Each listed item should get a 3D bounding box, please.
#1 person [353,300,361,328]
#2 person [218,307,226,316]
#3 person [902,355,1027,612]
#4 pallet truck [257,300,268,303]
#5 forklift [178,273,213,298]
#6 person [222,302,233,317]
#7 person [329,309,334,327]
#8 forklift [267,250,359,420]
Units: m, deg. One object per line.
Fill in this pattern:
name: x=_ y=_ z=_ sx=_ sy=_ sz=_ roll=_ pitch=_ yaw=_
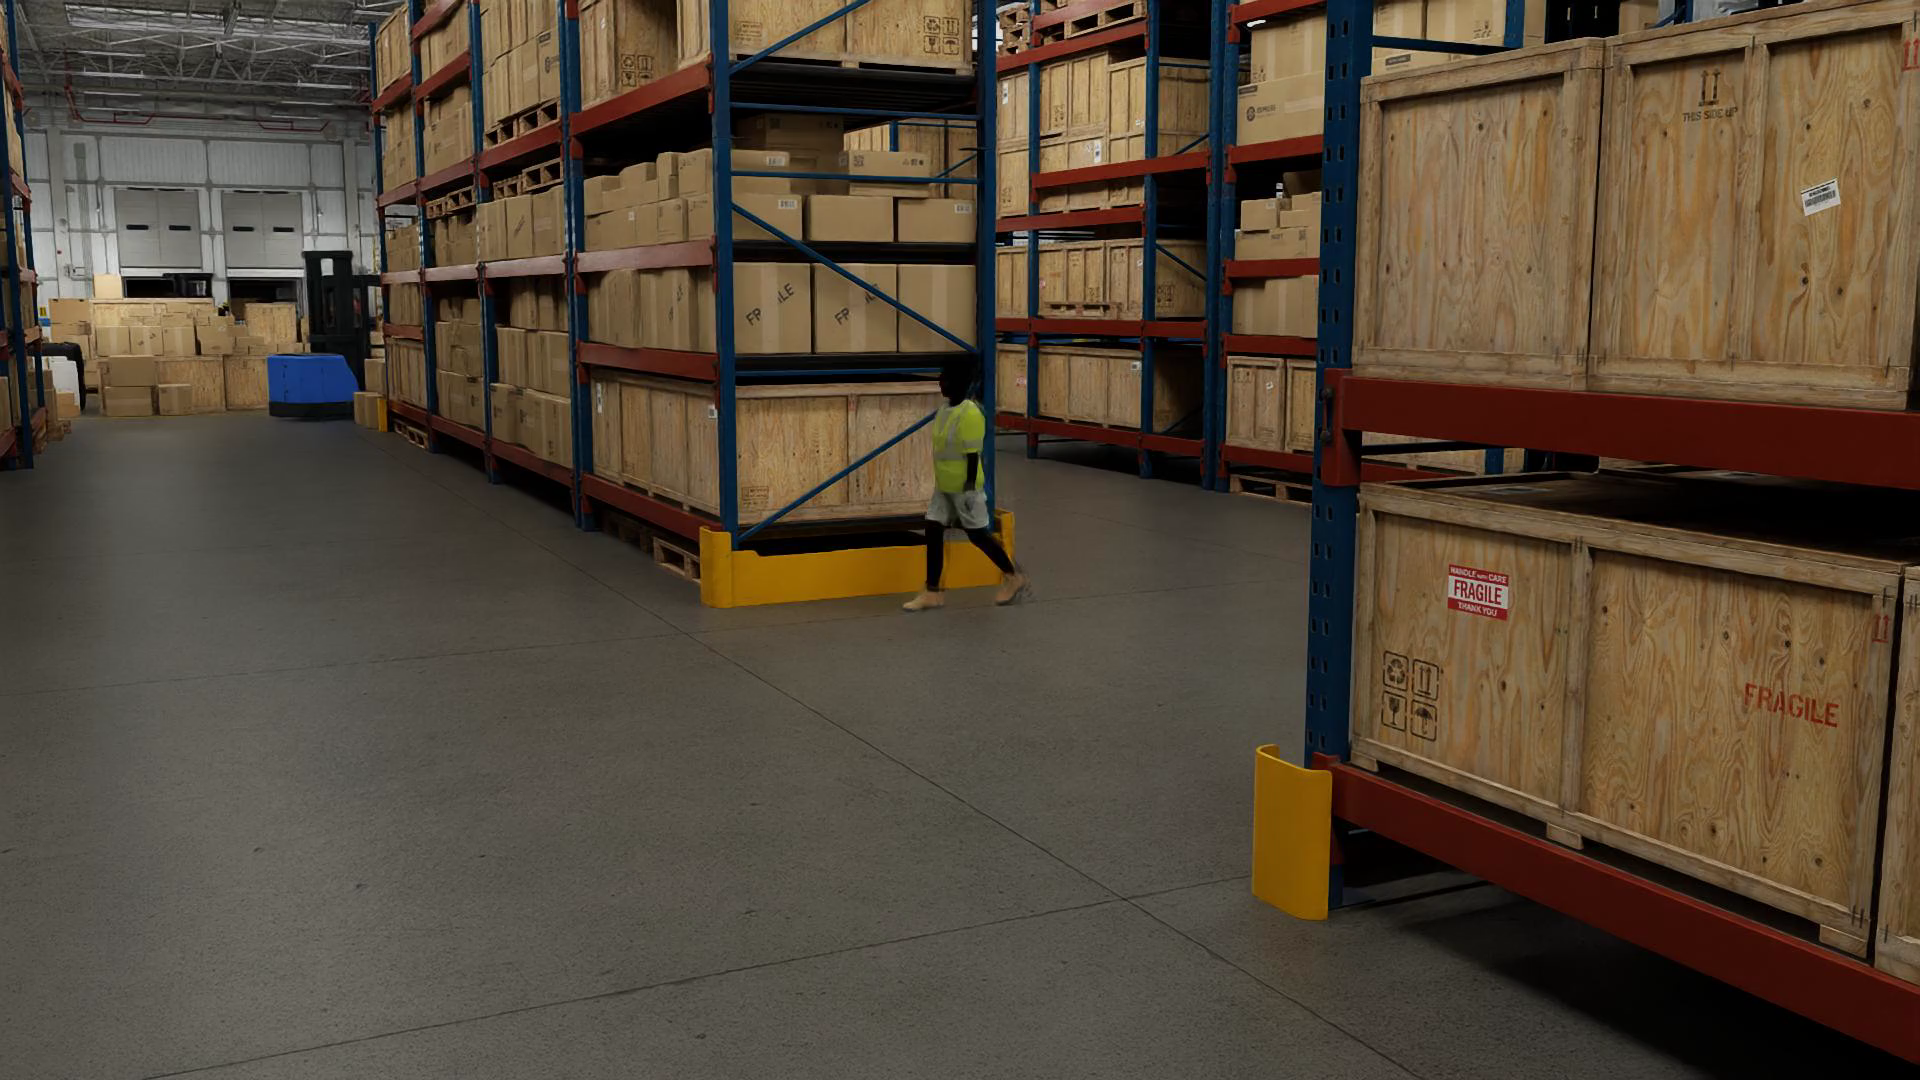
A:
person: x=-10.666 y=-3.219 z=29.323 sx=0.614 sy=1.993 sz=0.395 roll=8 pitch=11 yaw=44
person: x=-15.293 y=-3.895 z=34.497 sx=0.633 sy=1.846 sz=0.429 roll=7 pitch=11 yaw=40
person: x=0.048 y=-0.366 z=10.790 sx=0.817 sy=1.668 sz=0.537 roll=-4 pitch=9 yaw=-27
pallet truck: x=-23.913 y=-7.404 z=58.171 sx=1.885 sy=1.965 sz=0.823 roll=-1 pitch=8 yaw=-9
forklift: x=-23.551 y=-6.867 z=51.438 sx=1.873 sy=2.768 sz=1.129 roll=6 pitch=10 yaw=37
person: x=-25.123 y=-7.192 z=56.953 sx=0.589 sy=1.928 sz=0.386 roll=2 pitch=9 yaw=15
person: x=-21.115 y=-6.902 z=55.814 sx=0.556 sy=1.663 sz=0.749 roll=5 pitch=9 yaw=29
forklift: x=-10.586 y=-3.463 z=27.966 sx=1.129 sy=2.768 sz=1.873 roll=5 pitch=10 yaw=33
